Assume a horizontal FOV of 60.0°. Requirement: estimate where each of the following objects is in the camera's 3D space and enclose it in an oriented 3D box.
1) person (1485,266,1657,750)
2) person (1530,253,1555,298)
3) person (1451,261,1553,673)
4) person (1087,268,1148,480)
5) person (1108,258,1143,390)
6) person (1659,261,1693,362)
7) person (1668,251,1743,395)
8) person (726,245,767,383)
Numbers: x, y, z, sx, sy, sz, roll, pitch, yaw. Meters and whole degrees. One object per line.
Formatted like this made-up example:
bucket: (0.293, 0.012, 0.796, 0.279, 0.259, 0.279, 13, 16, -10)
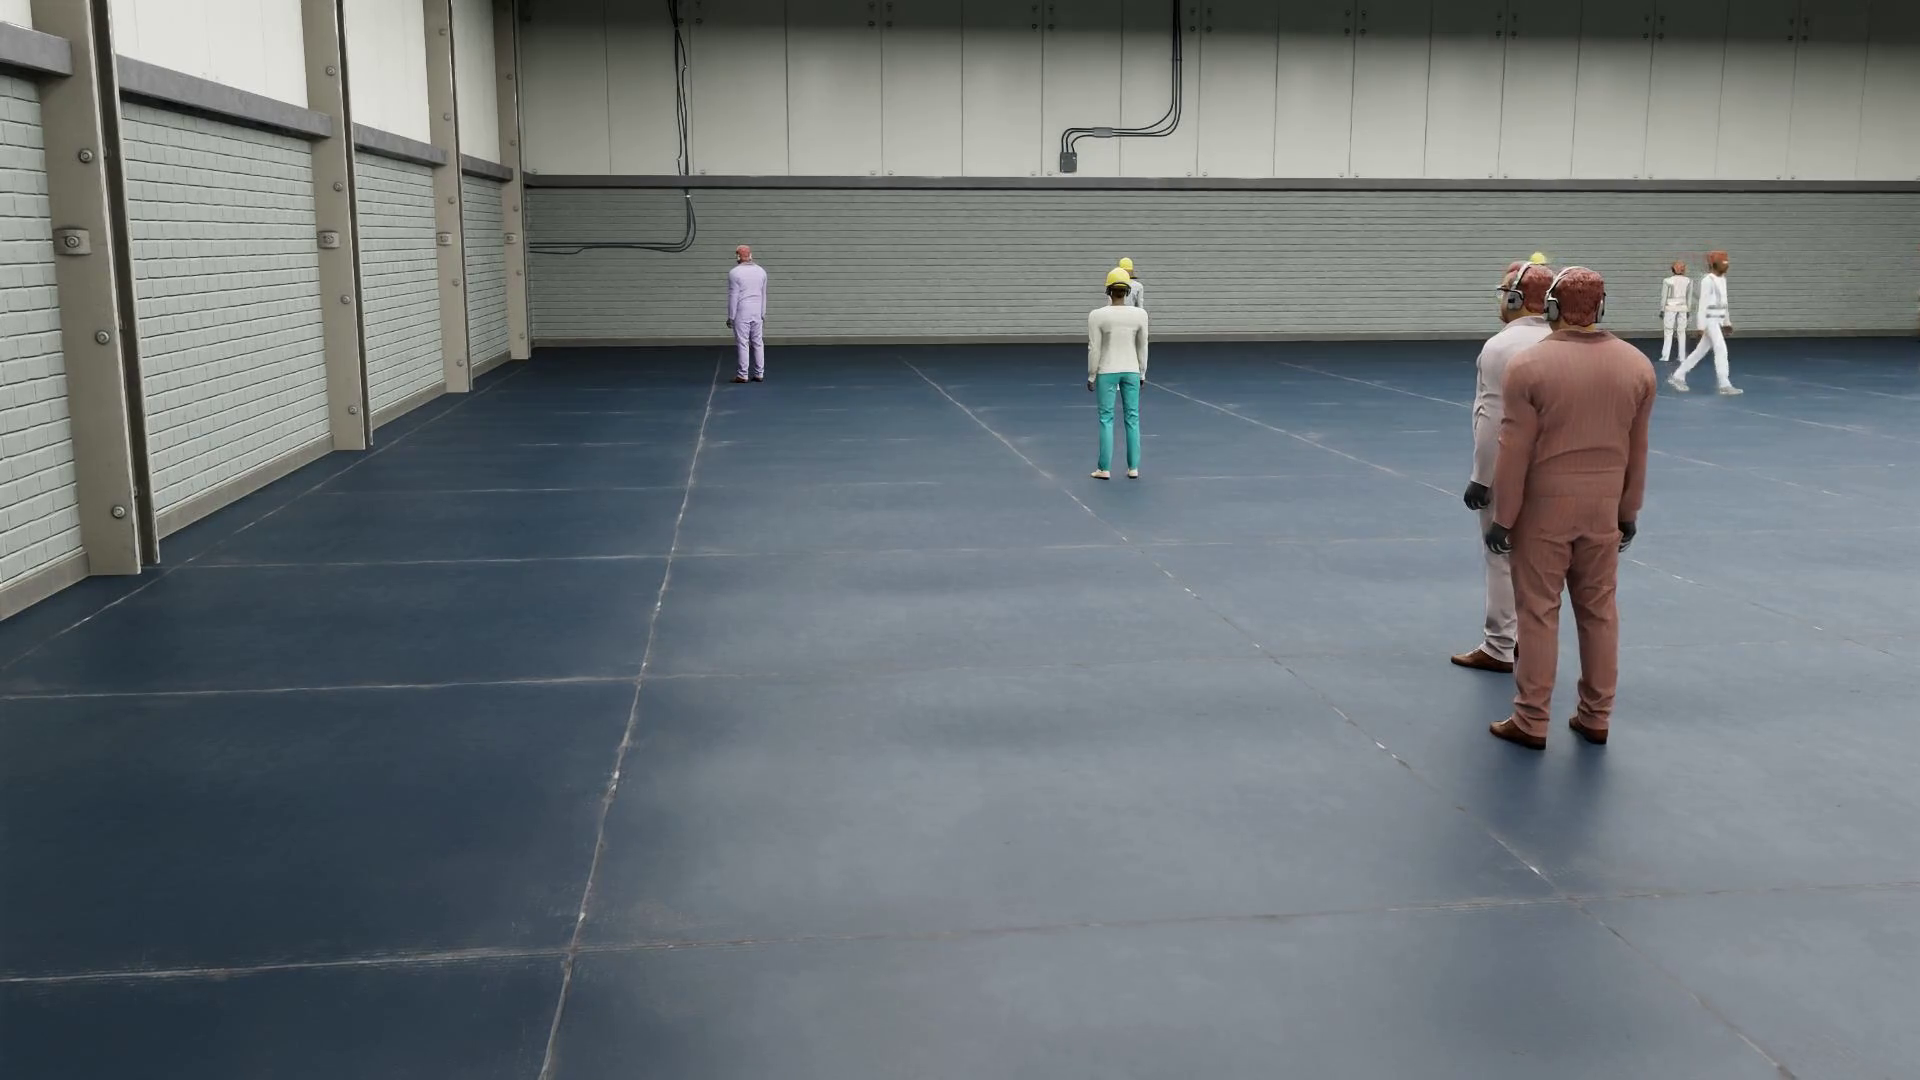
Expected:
person: (2.390, -0.122, 6.609, 0.651, 1.906, 0.401, -2, 11, -12)
person: (8.485, -3.340, 24.593, 0.613, 1.784, 0.925, -3, 11, -17)
person: (2.592, -0.337, 7.780, 0.641, 1.913, 0.408, -8, 13, -36)
person: (1.312, -1.382, 13.907, 0.525, 1.769, 0.314, -2, 11, -13)
person: (2.186, -2.862, 22.077, 0.484, 1.744, 0.296, -1, 10, -7)
person: (11.631, -3.708, 27.030, 0.509, 1.629, 0.315, -1, 10, -5)
person: (9.713, -2.824, 21.602, 0.953, 1.845, 0.579, 9, 13, 39)
person: (-2.982, -3.129, 23.115, 0.407, 1.902, 0.639, 10, 14, 44)
